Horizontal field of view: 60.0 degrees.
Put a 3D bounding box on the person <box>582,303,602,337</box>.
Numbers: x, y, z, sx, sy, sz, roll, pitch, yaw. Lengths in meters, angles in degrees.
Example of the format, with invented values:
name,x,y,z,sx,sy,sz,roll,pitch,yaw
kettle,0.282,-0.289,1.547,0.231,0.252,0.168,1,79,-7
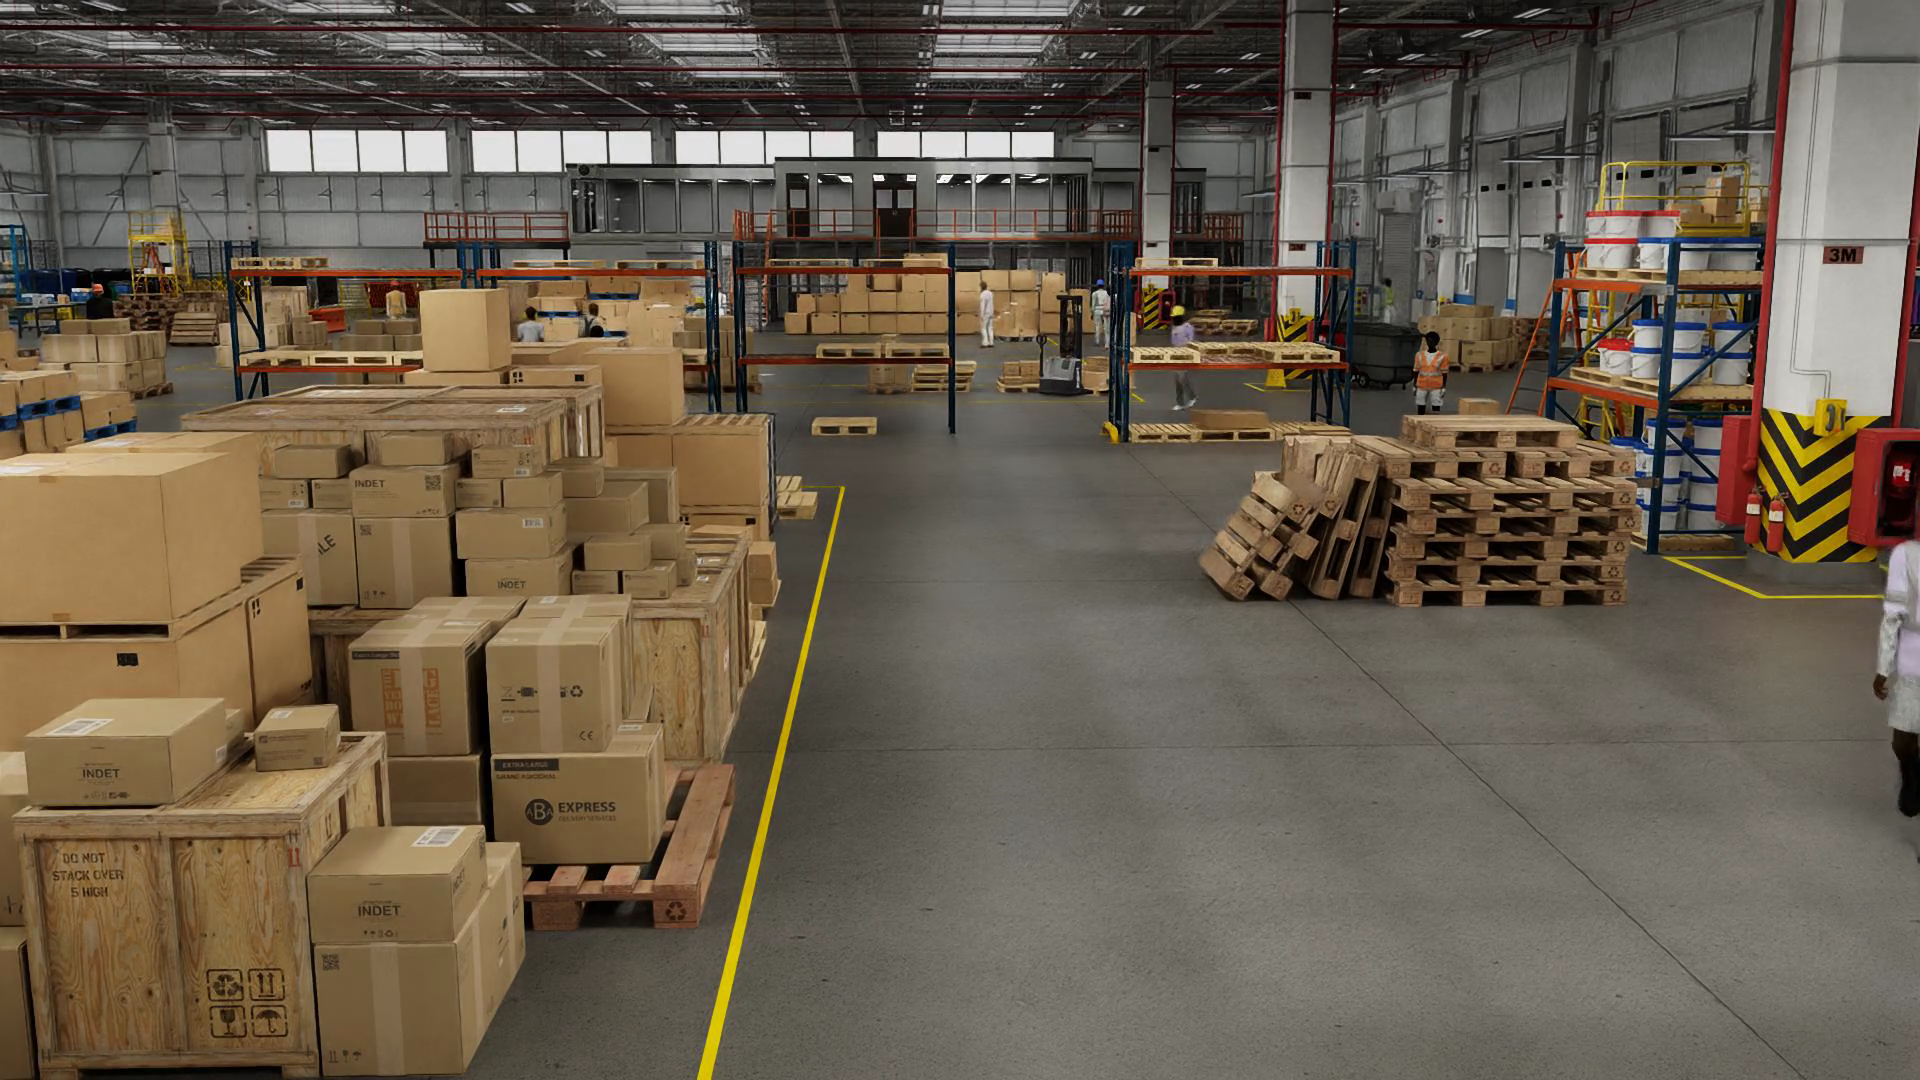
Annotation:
name,x,y,z,sx,sy,sz,roll,pitch,yaw
person,-7.487,-3.932,33.924,0.510,1.802,0.951,4,11,22

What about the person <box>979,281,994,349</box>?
name,x,y,z,sx,sy,sz,roll,pitch,yaw
person,0.751,-6.417,47.418,0.403,1.925,0.668,6,12,29

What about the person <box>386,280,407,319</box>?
name,x,y,z,sx,sy,sz,roll,pitch,yaw
person,-16.549,-6.669,48.851,0.561,1.895,0.963,-3,11,-16

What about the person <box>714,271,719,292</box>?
name,x,y,z,sx,sy,sz,roll,pitch,yaw
person,-9.913,-10.004,67.548,0.769,1.863,0.584,-1,10,-5

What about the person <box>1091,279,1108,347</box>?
name,x,y,z,sx,sy,sz,roll,pitch,yaw
person,4.078,-6.563,48.139,0.604,1.949,0.389,-3,11,-14

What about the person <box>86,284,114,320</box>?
name,x,y,z,sx,sy,sz,roll,pitch,yaw
person,-21.350,-5.364,41.327,0.622,1.994,0.381,-6,12,-30

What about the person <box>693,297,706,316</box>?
name,x,y,z,sx,sy,sz,roll,pitch,yaw
person,-6.100,-4.843,39.128,0.315,1.743,0.487,7,13,35

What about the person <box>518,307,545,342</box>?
name,x,y,z,sx,sy,sz,roll,pitch,yaw
person,-7.973,-3.437,31.071,0.554,1.818,0.957,-1,10,-4

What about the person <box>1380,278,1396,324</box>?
name,x,y,z,sx,sy,sz,roll,pitch,yaw
person,14.483,-7.942,56.186,0.658,1.823,0.429,-6,12,-29

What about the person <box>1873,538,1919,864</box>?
name,x,y,z,sx,sy,sz,roll,pitch,yaw
person,4.868,0.613,8.252,0.563,1.920,0.683,7,12,33

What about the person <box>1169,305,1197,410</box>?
name,x,y,z,sx,sy,sz,roll,pitch,yaw
person,3.970,-3.263,29.881,0.497,1.901,0.651,-7,12,-34

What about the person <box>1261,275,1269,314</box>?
name,x,y,z,sx,sy,sz,roll,pitch,yaw
person,12.641,-10.307,69.115,0.683,1.907,0.654,-3,11,-15

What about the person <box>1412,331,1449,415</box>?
name,x,y,z,sx,sy,sz,roll,pitch,yaw
person,7.066,-2.291,25.029,0.540,1.700,0.316,6,12,29

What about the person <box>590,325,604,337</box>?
name,x,y,z,sx,sy,sz,roll,pitch,yaw
person,-4.891,-1.941,22.522,0.596,1.907,0.387,-1,10,-8

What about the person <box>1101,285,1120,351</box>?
name,x,y,z,sx,sy,sz,roll,pitch,yaw
person,4.177,-6.163,46.209,0.429,1.842,0.637,-7,13,-36

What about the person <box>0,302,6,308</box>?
name,x,y,z,sx,sy,sz,roll,pitch,yaw
person,-41.223,-10.710,71.037,0.631,2.022,0.527,8,13,38

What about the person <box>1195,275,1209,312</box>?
name,x,y,z,sx,sy,sz,roll,pitch,yaw
person,10.375,-10.752,71.384,0.618,1.985,0.407,2,10,10

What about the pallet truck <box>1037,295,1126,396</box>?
name,x,y,z,sx,sy,sz,roll,pitch,yaw
pallet truck,2.483,-3.881,33.060,1.885,1.965,0.823,-7,13,-36

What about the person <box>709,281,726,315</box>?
name,x,y,z,sx,sy,sz,roll,pitch,yaw
person,-6.828,-6.299,46.695,0.546,1.939,0.375,-1,10,-7
